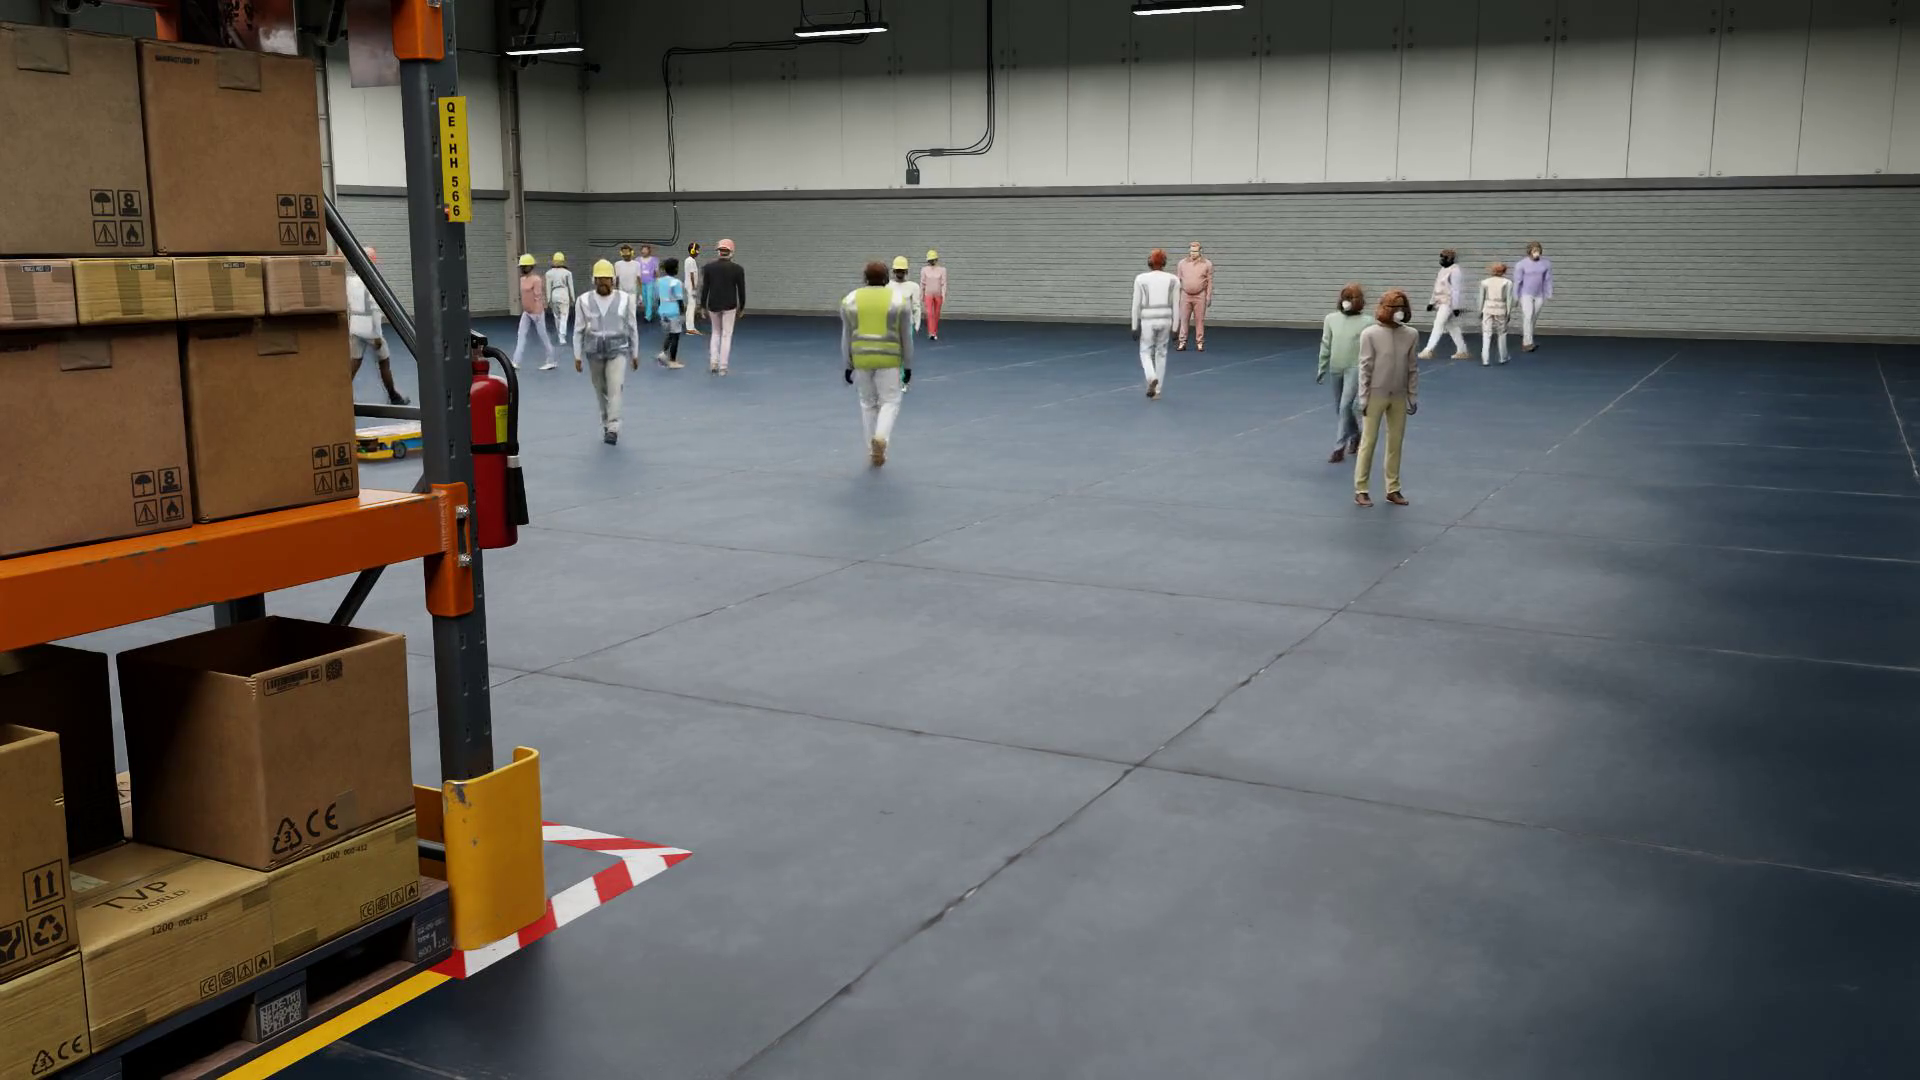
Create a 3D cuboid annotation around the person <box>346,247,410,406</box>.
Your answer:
[{"bbox_3d":[-6.817,-2.414,19.139,0.563,1.886,0.986,5,12,26],"label":"person"}]

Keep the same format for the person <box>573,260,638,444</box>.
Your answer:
[{"bbox_3d":[-3.478,-1.849,16.324,0.609,1.785,0.953,-1,10,-5],"label":"person"}]

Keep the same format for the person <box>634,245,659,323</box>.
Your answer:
[{"bbox_3d":[-7.257,-5.894,38.355,0.575,1.795,0.969,2,11,10],"label":"person"}]

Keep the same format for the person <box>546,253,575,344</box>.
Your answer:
[{"bbox_3d":[-7.477,-4.520,31.124,0.497,1.701,0.871,0,10,1],"label":"person"}]

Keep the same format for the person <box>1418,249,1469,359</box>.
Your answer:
[{"bbox_3d":[7.961,-3.853,27.249,0.947,1.797,0.623,0,10,2],"label":"person"}]

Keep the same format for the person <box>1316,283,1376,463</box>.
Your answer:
[{"bbox_3d":[3.537,-1.530,15.072,0.495,1.606,0.779,9,14,41],"label":"person"}]

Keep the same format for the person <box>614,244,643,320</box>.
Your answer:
[{"bbox_3d":[-6.159,-4.560,30.918,0.534,1.864,0.391,-1,10,-8],"label":"person"}]

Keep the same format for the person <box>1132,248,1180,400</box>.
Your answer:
[{"bbox_3d":[2.402,-2.623,20.320,0.585,1.867,0.638,-1,10,-3],"label":"person"}]

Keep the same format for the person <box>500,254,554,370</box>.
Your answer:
[{"bbox_3d":[-6.449,-3.379,24.798,0.540,1.720,0.910,9,14,40],"label":"person"}]

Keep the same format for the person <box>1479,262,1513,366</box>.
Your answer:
[{"bbox_3d":[8.349,-3.512,25.885,0.532,1.595,0.840,7,12,33],"label":"person"}]

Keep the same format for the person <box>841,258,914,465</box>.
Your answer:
[{"bbox_3d":[-0.731,-1.535,14.512,0.634,1.827,0.704,2,11,10],"label":"person"}]

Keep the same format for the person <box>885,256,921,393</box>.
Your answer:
[{"bbox_3d":[-0.776,-2.765,21.387,0.555,1.749,0.412,1,10,5],"label":"person"}]

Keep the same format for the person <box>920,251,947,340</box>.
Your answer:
[{"bbox_3d":[-0.509,-4.699,32.056,0.516,1.703,0.917,-1,10,-3],"label":"person"}]

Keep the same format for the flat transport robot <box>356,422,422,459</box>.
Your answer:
[{"bbox_3d":[-5.216,-0.942,15.511,0.652,0.197,1.431,5,12,27],"label":"flat transport robot"}]

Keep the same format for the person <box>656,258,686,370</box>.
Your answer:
[{"bbox_3d":[-4.340,-3.411,25.114,0.546,1.680,0.372,9,14,40],"label":"person"}]

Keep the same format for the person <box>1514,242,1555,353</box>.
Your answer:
[{"bbox_3d":[9.949,-4.182,28.763,0.636,1.893,0.990,-1,10,-5],"label":"person"}]

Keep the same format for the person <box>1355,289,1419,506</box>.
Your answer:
[{"bbox_3d":[3.198,-1.056,12.449,0.498,1.626,0.299,-3,11,-16],"label":"person"}]

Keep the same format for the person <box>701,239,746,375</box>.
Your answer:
[{"bbox_3d":[-3.436,-3.392,24.245,0.623,1.960,0.618,2,11,9],"label":"person"}]

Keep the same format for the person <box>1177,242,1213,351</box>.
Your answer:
[{"bbox_3d":[4.081,-4.247,29.085,0.639,1.904,0.405,3,11,13],"label":"person"}]

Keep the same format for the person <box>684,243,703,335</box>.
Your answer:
[{"bbox_3d":[-5.467,-5.132,34.017,0.336,1.864,0.513,-3,11,-18],"label":"person"}]
